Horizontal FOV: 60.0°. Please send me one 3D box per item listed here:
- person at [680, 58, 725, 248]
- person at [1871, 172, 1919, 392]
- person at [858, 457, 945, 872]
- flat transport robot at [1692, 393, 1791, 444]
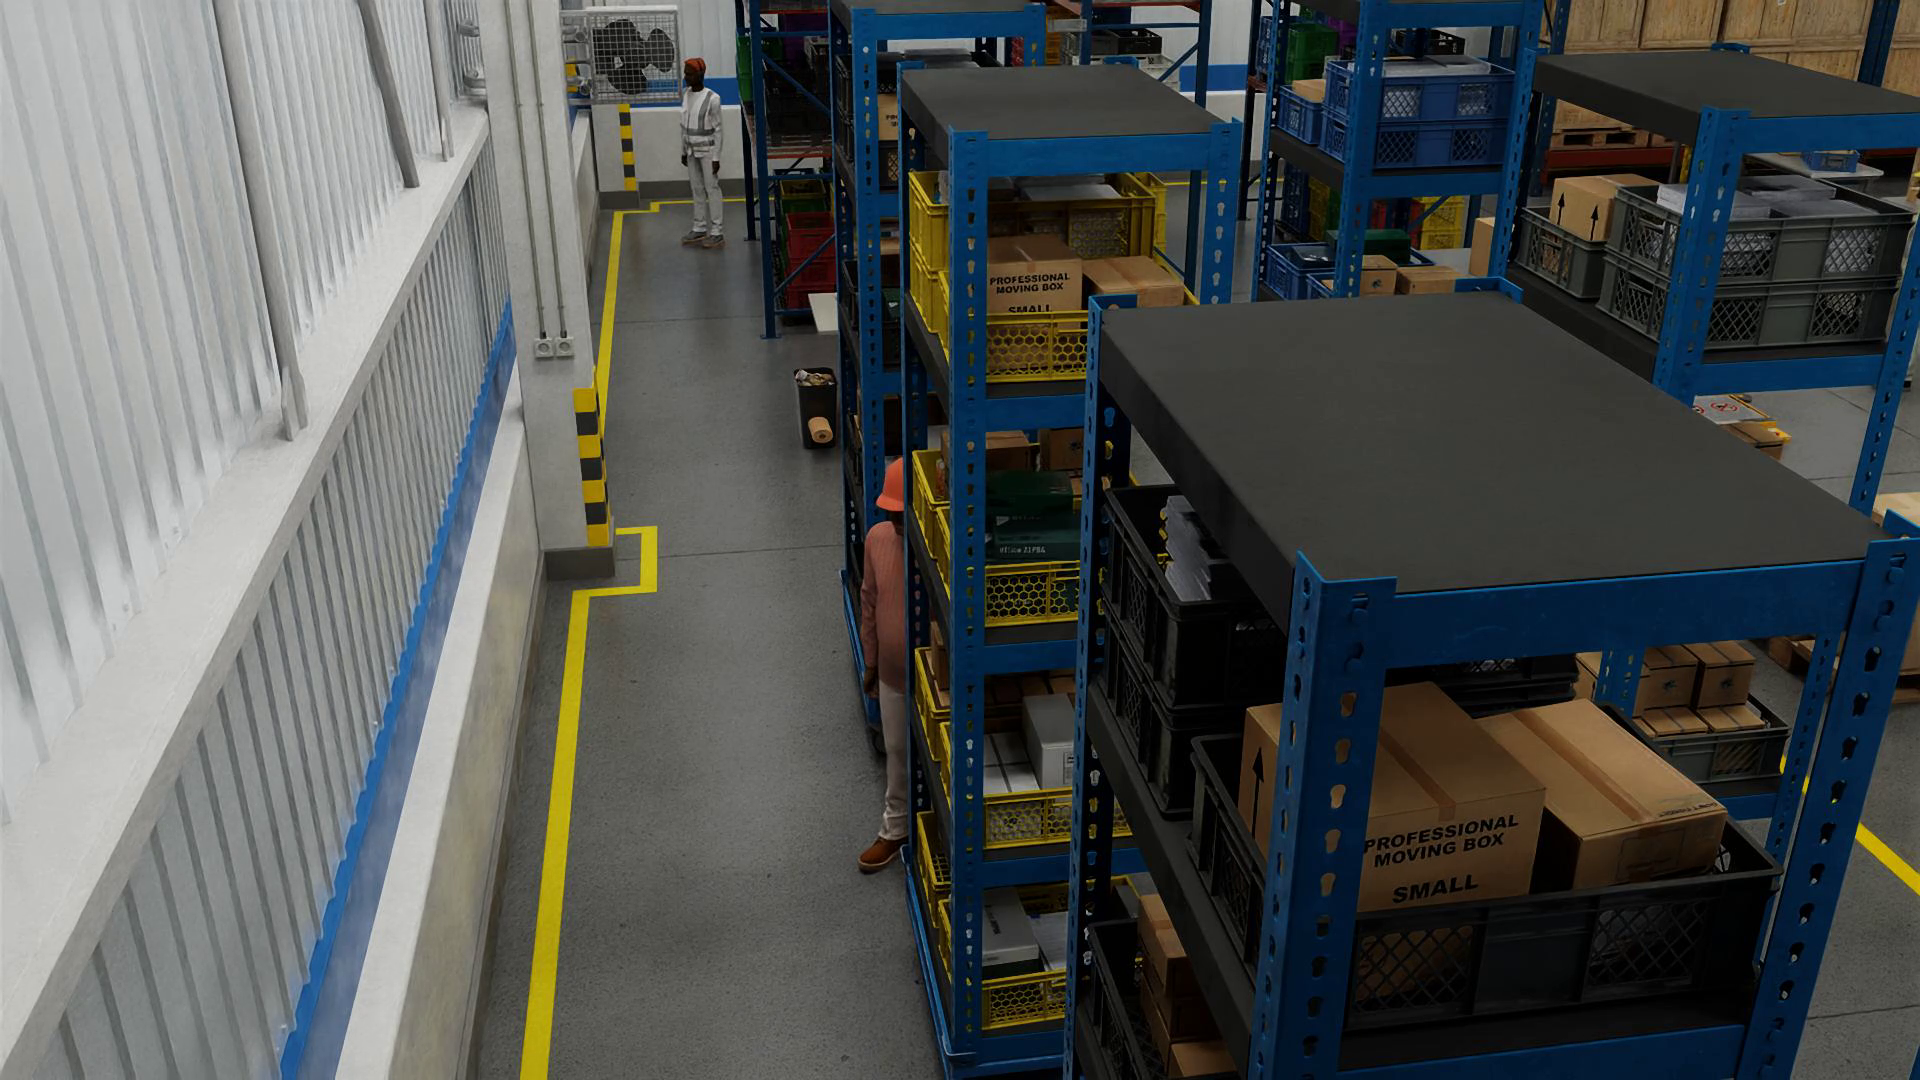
[{"bbox_3d":[-2.634,-3.927,16.888,0.573,1.883,0.354,20,31,36],"label":"person"},{"bbox_3d":[7.415,-2.059,12.884,0.404,1.834,0.592,11,27,22],"label":"person"},{"bbox_3d":[-0.171,0.569,6.980,0.612,1.996,0.389,17,30,32],"label":"person"},{"bbox_3d":[5.224,-0.859,12.132,1.431,0.197,0.652,-4,25,-8],"label":"flat transport robot"}]
